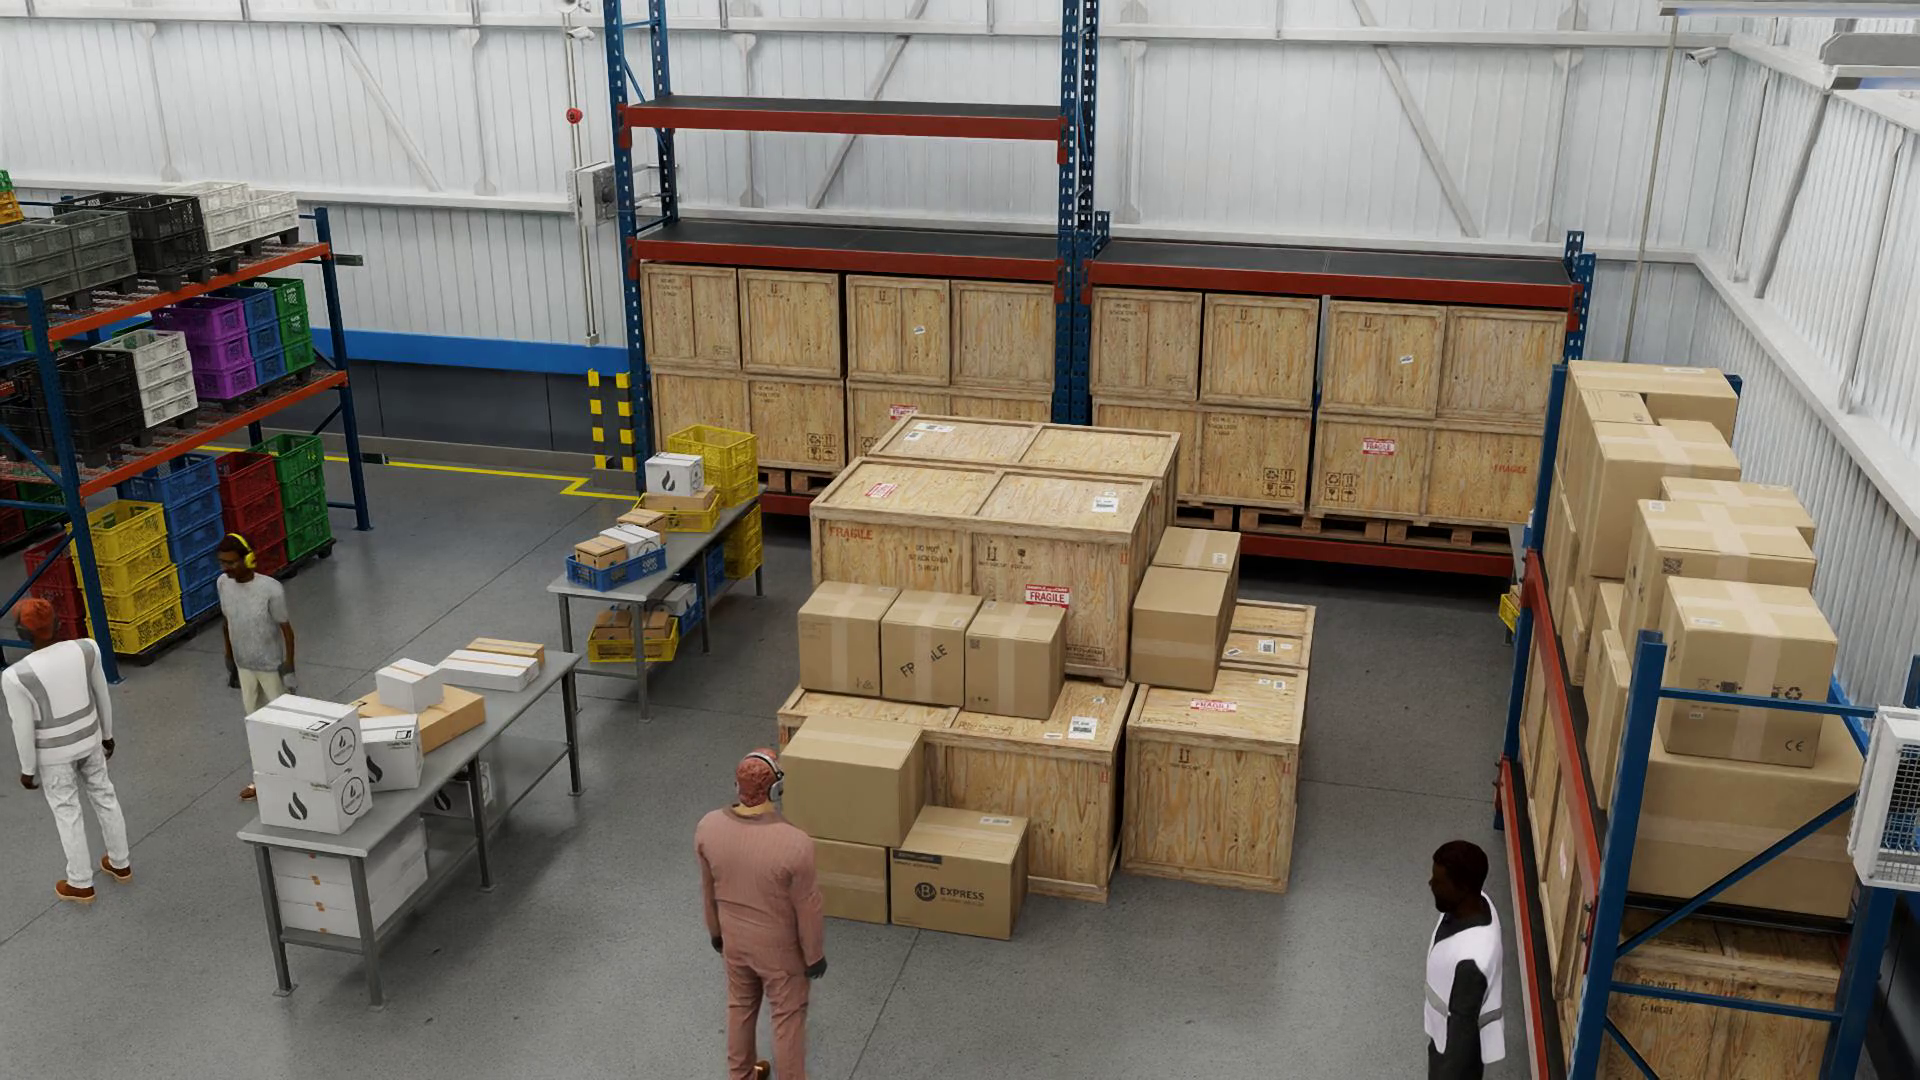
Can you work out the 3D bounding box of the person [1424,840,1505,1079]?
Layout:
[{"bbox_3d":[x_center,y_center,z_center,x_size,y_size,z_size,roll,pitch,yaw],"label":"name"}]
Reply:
[{"bbox_3d":[2.121,2.143,7.133,0.409,1.908,0.597,5,22,13],"label":"person"}]

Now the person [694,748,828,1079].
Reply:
[{"bbox_3d":[-0.914,1.864,7.876,0.648,1.900,0.400,11,23,26],"label":"person"}]

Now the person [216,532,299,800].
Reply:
[{"bbox_3d":[-4.487,0.818,10.654,0.534,1.861,0.310,6,22,16],"label":"person"}]

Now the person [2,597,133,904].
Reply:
[{"bbox_3d":[-5.162,1.204,9.615,0.355,1.884,0.575,12,24,28],"label":"person"}]
